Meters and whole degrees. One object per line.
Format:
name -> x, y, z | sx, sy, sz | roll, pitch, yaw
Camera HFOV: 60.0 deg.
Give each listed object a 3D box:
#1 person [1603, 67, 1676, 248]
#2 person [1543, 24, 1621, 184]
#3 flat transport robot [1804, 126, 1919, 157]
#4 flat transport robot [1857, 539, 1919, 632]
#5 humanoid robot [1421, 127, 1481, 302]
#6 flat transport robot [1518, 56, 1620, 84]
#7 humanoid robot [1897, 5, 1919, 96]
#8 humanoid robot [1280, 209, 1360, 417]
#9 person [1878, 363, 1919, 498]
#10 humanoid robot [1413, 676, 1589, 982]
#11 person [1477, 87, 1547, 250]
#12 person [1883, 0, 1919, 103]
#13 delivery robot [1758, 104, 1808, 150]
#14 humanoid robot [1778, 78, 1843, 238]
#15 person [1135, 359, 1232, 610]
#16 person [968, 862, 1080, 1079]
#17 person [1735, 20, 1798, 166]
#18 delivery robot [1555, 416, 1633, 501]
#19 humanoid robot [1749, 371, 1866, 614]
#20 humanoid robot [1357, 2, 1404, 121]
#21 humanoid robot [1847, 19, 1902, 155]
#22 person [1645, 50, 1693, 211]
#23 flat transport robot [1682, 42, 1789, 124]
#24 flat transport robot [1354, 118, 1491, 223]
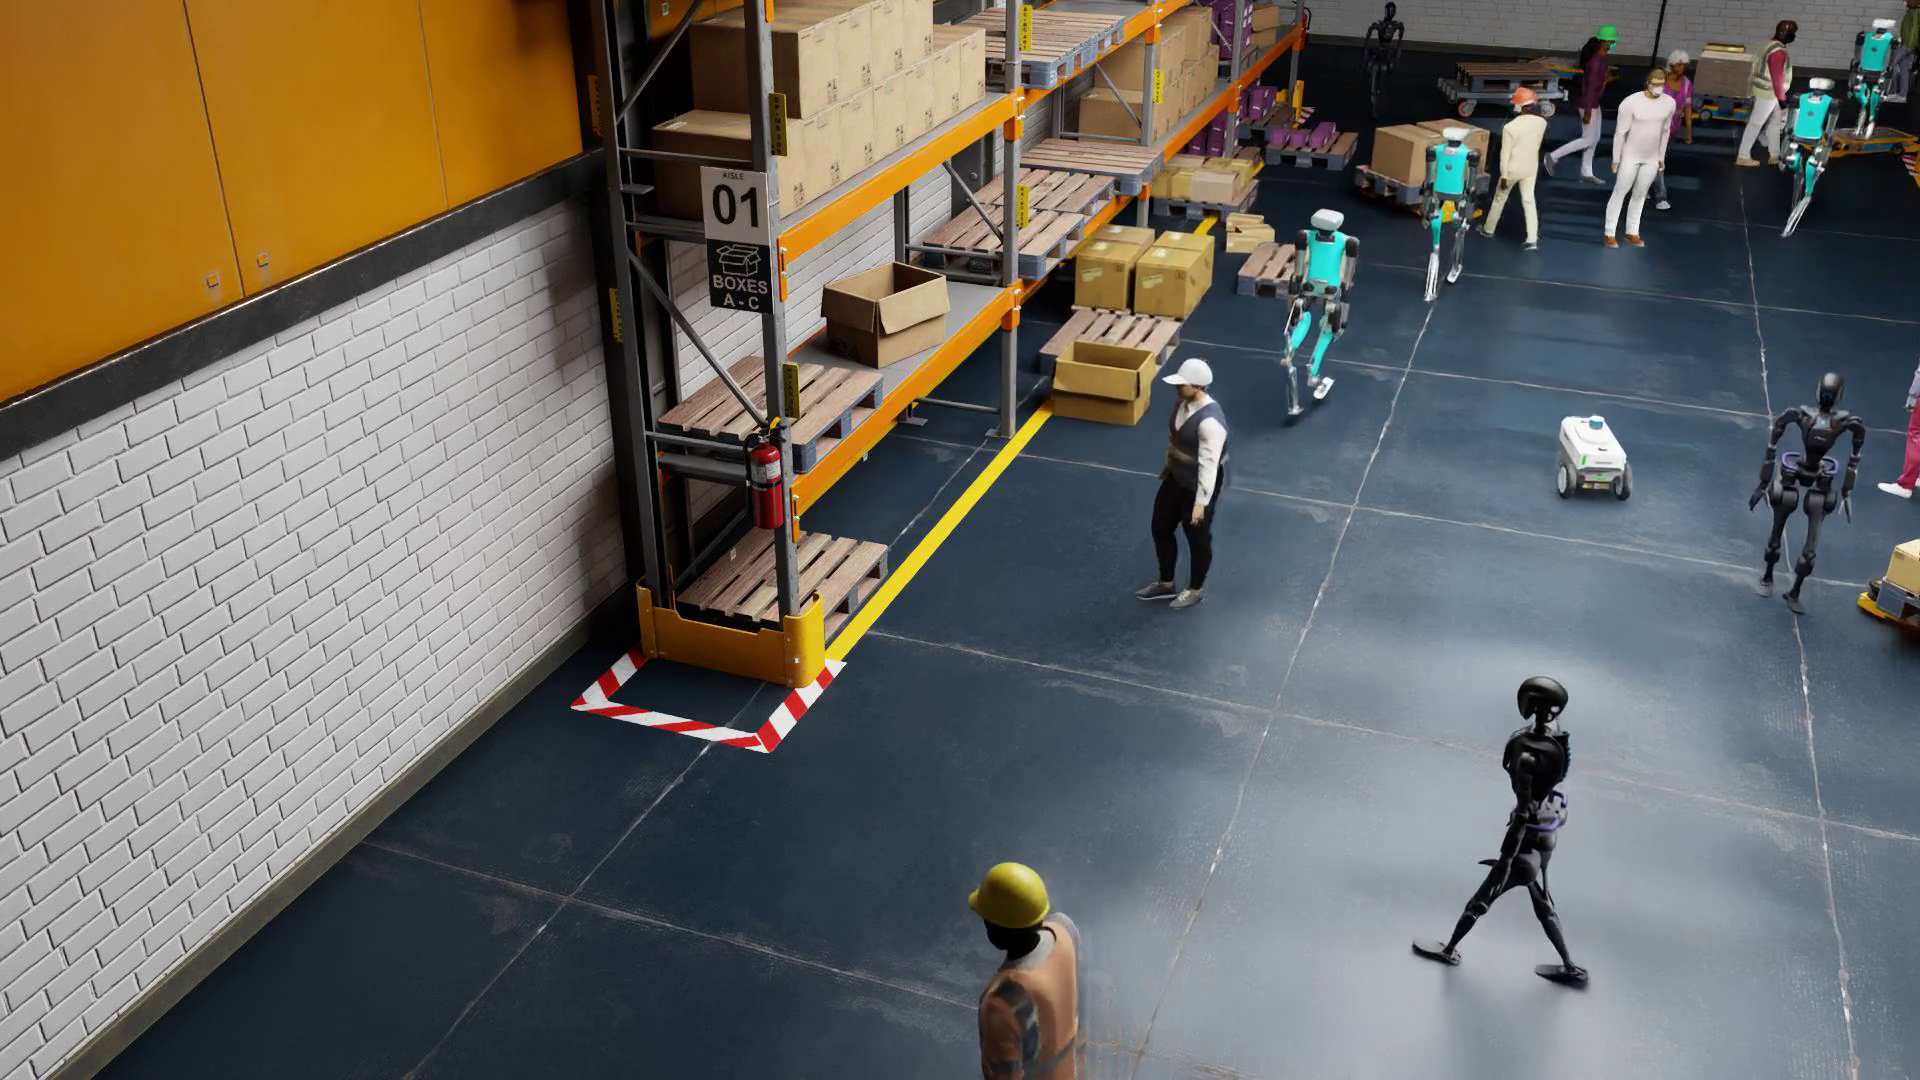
person -> 7.313, -4.116, 17.916 | 0.634, 1.936, 0.354 | -4, 28, -8
person -> 7.622, -5.296, 20.225 | 0.668, 1.929, 0.496 | 13, 30, 23
flat transport robot -> 11.884, -5.251, 21.936 | 1.431, 0.231, 0.659 | -6, 28, -11
flat transport robot -> 6.593, 0.584, 10.618 | 0.659, 0.231, 1.431 | -13, 30, -24
humanoid robot -> 4.944, -3.305, 16.626 | 0.531, 1.782, 1.011 | 15, 31, 27
flat transport robot -> 9.482, -7.327, 25.964 | 1.431, 0.231, 0.659 | 24, 36, 38
humanoid robot -> 14.236, -7.434, 24.666 | 0.502, 1.643, 0.612 | 8, 28, 16
humanoid robot -> 2.881, -1.790, 13.630 | 0.530, 1.735, 1.050 | 14, 30, 25
person -> 7.252, -1.085, 12.370 | 0.506, 1.627, 0.294 | -11, 29, -21
humanoid robot -> 2.604, 1.341, 7.672 | 0.803, 1.619, 0.610 | 15, 31, 26
person -> 6.050, -4.022, 17.991 | 0.560, 1.701, 0.932 | -7, 28, -14
person -> 13.716, -7.182, 24.199 | 0.504, 1.610, 0.540 | 10, 29, 19
delivery robot -> 11.081, -5.498, 22.122 | 0.810, 0.612, 0.499 | 8, 28, 15
humanoid robot -> 9.474, -4.306, 18.512 | 0.531, 1.768, 0.964 | 21, 34, 35
person -> 1.466, -0.333, 10.790 | 0.583, 1.743, 0.773 | -12, 30, -23
person -> 0.187, 1.959, 6.201 | 0.997, 1.872, 0.594 | 19, 33, 32
person -> 10.306, -5.583, 20.893 | 0.760, 1.817, 0.647 | 11, 29, 20
delivery robot -> 4.818, -0.646, 12.692 | 0.499, 0.595, 0.781 | 2, 27, 4
humanoid robot -> 5.517, -0.328, 10.856 | 0.617, 1.644, 0.484 | 11, 29, 21
humanoid robot -> 5.867, -6.678, 23.212 | 0.611, 1.631, 0.753 | -4, 28, -7
humanoid robot -> 11.802, -5.816, 21.529 | 0.530, 1.867, 0.783 | 23, 35, 38
person -> 8.228, -4.782, 19.353 | 0.533, 1.791, 0.960 | -4, 28, -8
flat transport robot -> 10.934, -6.058, 23.501 | 1.431, 0.231, 0.659 | 15, 31, 27
flat transport robot -> 5.408, -4.027, 19.563 | 0.659, 0.231, 1.431 | -12, 30, -22
